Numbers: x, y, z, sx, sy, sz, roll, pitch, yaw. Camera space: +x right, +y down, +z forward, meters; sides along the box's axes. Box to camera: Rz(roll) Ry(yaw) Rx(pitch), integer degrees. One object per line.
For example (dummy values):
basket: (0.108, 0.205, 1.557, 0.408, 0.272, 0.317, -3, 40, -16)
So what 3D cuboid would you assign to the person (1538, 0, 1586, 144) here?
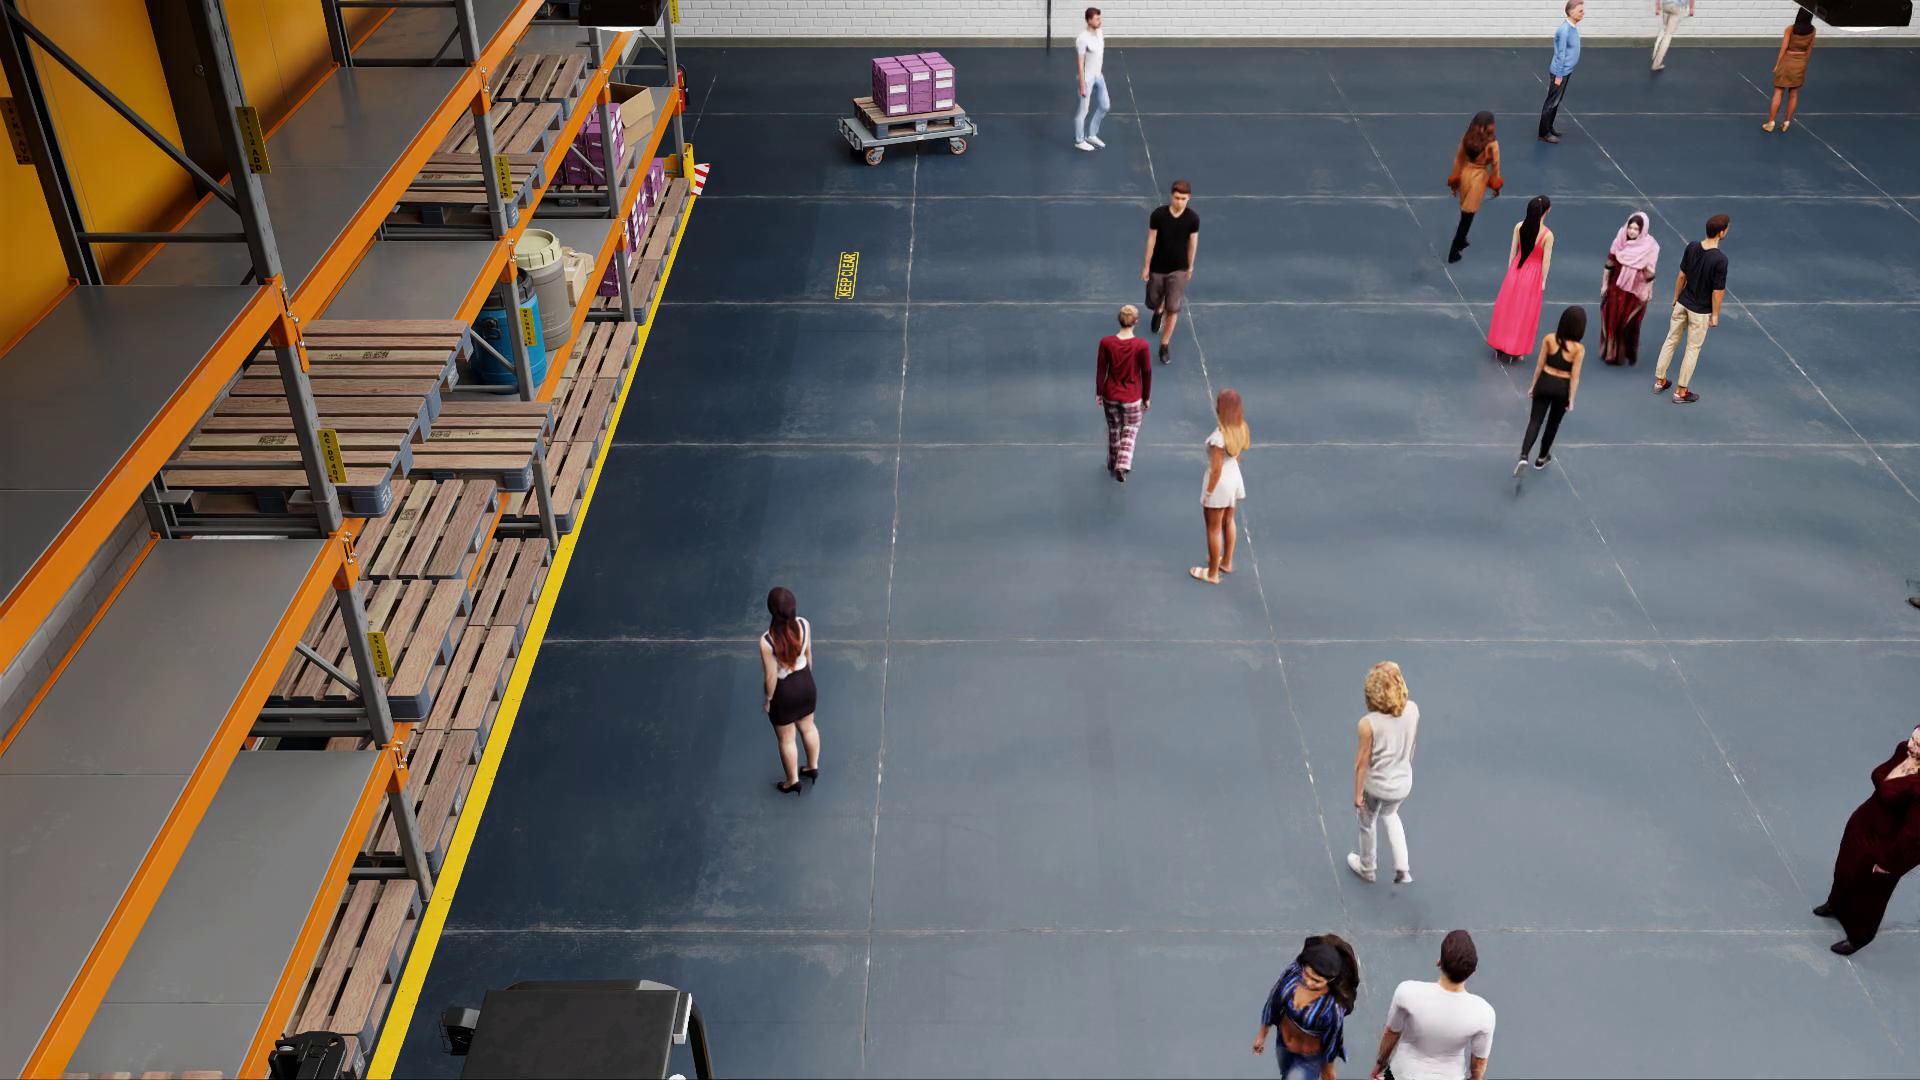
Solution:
person: (7.817, -6.123, 21.613, 0.808, 1.818, 0.678, 17, 37, 23)

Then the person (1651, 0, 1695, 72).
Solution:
person: (10.212, -7.664, 23.918, 0.853, 1.833, 0.778, -22, 39, -29)

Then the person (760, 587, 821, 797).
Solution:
person: (-1.131, 1.007, 11.039, 0.630, 1.648, 0.686, -27, 42, -35)

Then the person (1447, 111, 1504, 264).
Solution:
person: (5.604, -3.853, 18.301, 0.952, 1.703, 0.892, -27, 42, -34)

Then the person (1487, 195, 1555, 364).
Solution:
person: (5.546, -2.562, 16.340, 0.708, 1.724, 0.765, 28, 43, 35)

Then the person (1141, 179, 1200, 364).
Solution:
person: (2.077, -2.730, 16.483, 0.800, 1.845, 1.075, 7, 34, 11)

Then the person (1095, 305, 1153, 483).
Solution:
person: (1.399, -1.222, 14.355, 0.726, 1.690, 0.859, 8, 34, 11)

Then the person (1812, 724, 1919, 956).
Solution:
person: (5.551, 1.752, 9.827, 0.777, 1.749, 0.558, 4, 34, 6)

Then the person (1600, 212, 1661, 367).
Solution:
person: (6.592, -2.488, 16.332, 0.786, 1.610, 0.845, 25, 41, 33)

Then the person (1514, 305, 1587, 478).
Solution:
person: (5.125, -1.262, 14.474, 0.883, 1.625, 1.023, 21, 39, 29)

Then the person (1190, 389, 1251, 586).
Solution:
person: (2.077, -0.429, 13.157, 0.725, 1.697, 0.658, 26, 42, 34)

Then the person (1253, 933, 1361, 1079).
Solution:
person: (1.824, 2.626, 8.660, 0.953, 1.586, 0.988, -18, 38, -25)

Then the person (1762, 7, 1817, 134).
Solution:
person: (10.924, -6.205, 21.852, 0.553, 1.689, 0.505, 1, 34, 2)

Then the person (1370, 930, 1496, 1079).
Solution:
person: (2.316, 2.724, 8.288, 0.821, 1.836, 0.926, 10, 35, 15)

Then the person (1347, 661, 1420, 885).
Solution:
person: (2.664, 1.528, 10.258, 0.757, 1.645, 0.887, -11, 35, -16)

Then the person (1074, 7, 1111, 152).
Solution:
person: (1.580, -5.894, 21.251, 0.872, 1.838, 0.785, 23, 40, 30)

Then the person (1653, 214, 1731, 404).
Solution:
person: (6.916, -2.193, 15.666, 0.783, 1.857, 0.652, -18, 38, -25)
